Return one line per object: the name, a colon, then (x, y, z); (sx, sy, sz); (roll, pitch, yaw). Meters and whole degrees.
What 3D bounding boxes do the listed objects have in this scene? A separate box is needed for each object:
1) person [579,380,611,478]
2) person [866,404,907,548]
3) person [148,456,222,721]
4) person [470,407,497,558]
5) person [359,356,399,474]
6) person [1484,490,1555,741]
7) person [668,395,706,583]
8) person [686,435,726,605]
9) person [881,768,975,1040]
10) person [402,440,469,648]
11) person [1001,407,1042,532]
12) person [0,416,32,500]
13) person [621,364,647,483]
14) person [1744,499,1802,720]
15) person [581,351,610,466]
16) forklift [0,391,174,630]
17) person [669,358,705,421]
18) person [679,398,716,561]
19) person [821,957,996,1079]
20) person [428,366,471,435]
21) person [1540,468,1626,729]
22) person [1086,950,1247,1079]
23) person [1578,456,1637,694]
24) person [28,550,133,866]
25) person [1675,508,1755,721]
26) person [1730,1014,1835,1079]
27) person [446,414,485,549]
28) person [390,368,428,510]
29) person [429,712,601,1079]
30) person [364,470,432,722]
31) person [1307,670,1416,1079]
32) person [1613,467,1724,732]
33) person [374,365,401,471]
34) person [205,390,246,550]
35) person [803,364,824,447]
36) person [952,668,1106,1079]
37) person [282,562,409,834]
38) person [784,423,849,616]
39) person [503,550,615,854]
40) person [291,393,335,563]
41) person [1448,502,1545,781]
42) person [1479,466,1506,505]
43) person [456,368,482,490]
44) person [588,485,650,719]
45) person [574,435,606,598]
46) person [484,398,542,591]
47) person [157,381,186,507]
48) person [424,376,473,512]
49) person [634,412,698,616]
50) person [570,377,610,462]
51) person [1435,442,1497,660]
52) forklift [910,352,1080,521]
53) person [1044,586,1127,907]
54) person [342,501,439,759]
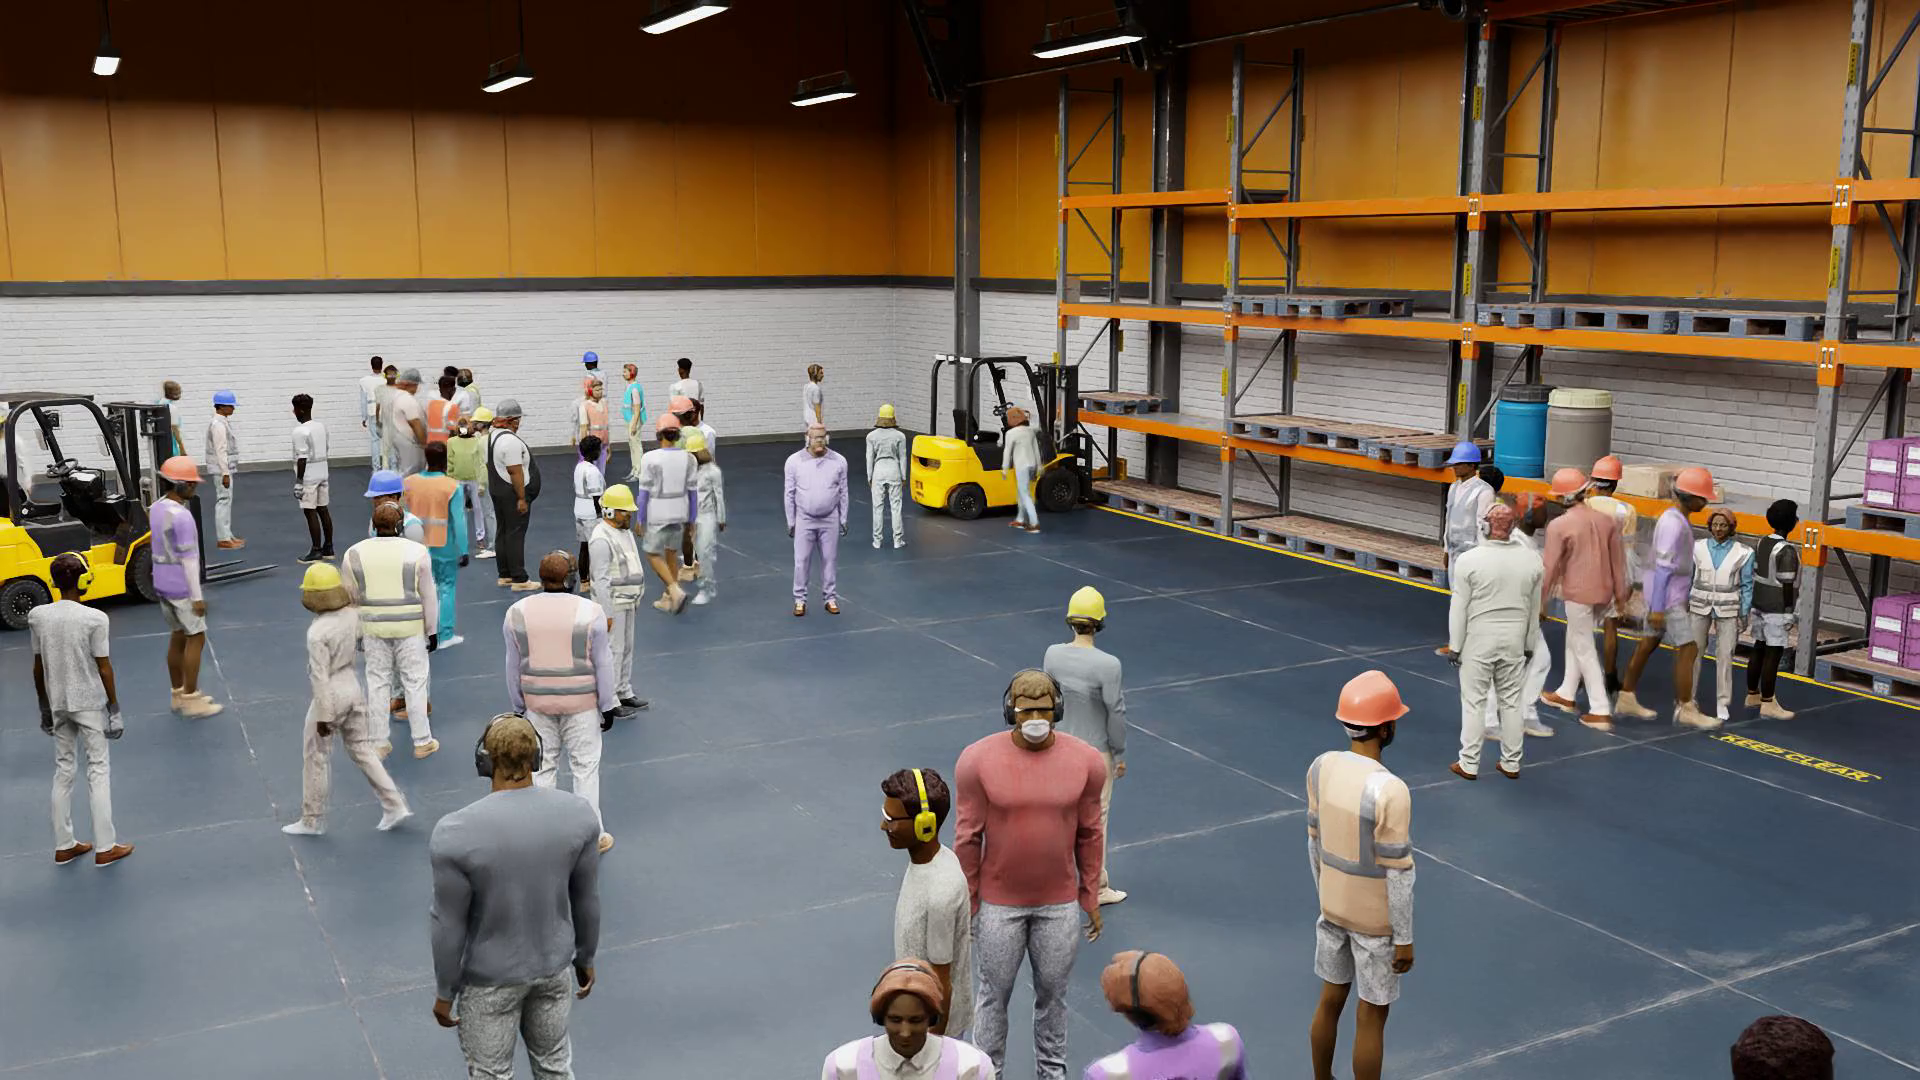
person: (-4.990, -1.271, 22.736); (0.382, 1.845, 0.571); (3, 10, 19)
person: (-0.886, -0.773, 20.166); (0.493, 1.743, 0.295); (0, 10, 0)
person: (-5.979, 0.367, 12.804); (0.404, 2.035, 0.623); (-9, 13, -43)
person: (-5.561, -0.671, 19.507); (0.296, 1.772, 0.533); (-1, 10, -4)
person: (-9.303, -1.992, 26.696); (0.590, 1.915, 0.392); (-4, 10, -20)
person: (4.120, 0.567, 12.086); (0.662, 1.861, 0.592); (6, 11, 29)
person: (-2.994, -0.552, 18.078); (0.394, 2.036, 0.603); (4, 10, 20)
person: (-2.707, -0.202, 16.953); (0.492, 1.722, 0.670); (5, 11, 28)
person: (-0.115, 1.680, 5.715); (0.327, 1.862, 0.510); (-1, 10, -8)
person: (-4.718, 0.047, 14.998); (0.613, 1.899, 0.463); (3, 10, 15)
person: (0.784, -0.904, 21.315); (0.715, 1.598, 0.517); (9, 13, 43)
person: (-11.263, -0.661, 19.600); (0.597, 1.703, 0.862); (0, 10, -2)
person: (-5.077, -1.822, 25.899); (0.390, 1.850, 0.565); (-4, 10, -20)
person: (6.288, 0.524, 12.823); (0.316, 1.700, 0.540); (0, 10, 3)
person: (-6.049, -2.155, 27.572); (0.416, 1.939, 0.604); (3, 10, 18)
forklift: (-9.026, -0.363, 16.508); (1.214, 2.155, 2.313); (6, 11, 29)
person: (-4.191, -1.814, 25.519); (0.605, 1.966, 0.367); (-9, 13, -41)
person: (-3.030, -0.692, 19.238); (0.591, 1.911, 0.399); (9, 13, 41)
person: (-0.144, 1.963, 4.755); (0.514, 1.630, 0.318); (0, 10, 0)
person: (-7.496, -1.614, 24.476); (0.623, 1.920, 0.595); (-2, 10, -10)
person: (4.708, 0.427, 12.673); (0.639, 1.936, 0.916); (-5, 11, -26)
person: (0.624, 1.956, 4.823); (0.577, 1.611, 0.469); (-3, 10, -18)
person: (5.209, 0.283, 13.533); (0.542, 1.938, 0.358); (6, 12, 32)
person: (-5.151, 0.985, 9.721); (0.514, 1.861, 0.321); (1, 10, 8)
person: (5.793, 0.562, 12.773); (0.514, 1.642, 0.310); (6, 11, 30)
person: (1.761, 2.002, 3.760); (0.399, 1.896, 0.589); (-5, 11, -27)
person: (-5.946, -0.703, 20.080); (0.498, 1.633, 0.285); (-1, 10, -5)
person: (-7.402, -1.365, 22.722); (0.804, 2.000, 0.706); (-5, 11, -27)
person: (-1.614, 1.581, 6.100); (0.635, 1.928, 0.382); (-8, 12, -37)
person: (-4.316, 0.422, 12.745); (0.601, 1.939, 0.410); (7, 12, 35)
person: (1.617, 1.474, 6.661); (0.347, 1.943, 0.544); (-5, 11, -29)
person: (5.404, 0.437, 12.480); (0.910, 1.985, 0.747); (5, 11, 24)
person: (-8.720, -1.763, 25.562); (0.509, 1.855, 0.333); (-5, 11, -26)
person: (-8.853, -0.845, 20.048); (0.425, 1.936, 0.615); (-4, 11, -22)
person: (-2.256, -1.806, 25.823); (0.329, 1.844, 0.515); (-5, 11, -25)
person: (0.282, 1.461, 6.746); (0.627, 1.940, 0.371); (-1, 10, -8)
person: (-3.801, 0.983, 10.188); (0.646, 1.741, 0.489); (2, 10, 13)
person: (-1.404, -0.203, 16.408); (0.642, 1.912, 0.399); (-2, 10, -13)
person: (-2.348, 0.972, 9.846); (0.632, 1.840, 0.429); (1, 10, 4)
person: (-7.485, -0.711, 19.173); (0.365, 1.962, 0.613); (2, 10, 10)
person: (3.614, 0.690, 11.319); (0.639, 1.900, 0.396); (-2, 10, -9)
person: (4.702, 0.183, 14.799); (0.317, 1.695, 0.540); (5, 11, 26)
person: (-7.427, -1.680, 25.163); (0.429, 1.830, 0.635); (-3, 10, -17)
person: (-2.631, 0.473, 12.795); (0.403, 1.817, 0.601); (1, 10, 7)
person: (-3.829, -0.246, 17.277); (0.319, 1.694, 0.532); (-6, 12, -32)
person: (-4.727, -0.491, 17.692); (0.535, 2.000, 0.673); (-7, 12, -36)
person: (-11.015, -1.316, 23.146); (0.651, 1.807, 0.341); (9, 13, 42)
person: (-6.947, -1.264, 22.510); (0.636, 1.895, 1.030); (4, 11, 24)
person: (-2.862, -0.236, 16.264); (0.644, 2.022, 0.745); (-8, 13, -38)
person: (-5.520, -1.584, 24.858); (0.590, 1.732, 0.534); (-5, 11, -28)
person: (4.426, 0.107, 14.556); (0.405, 1.942, 0.612); (-3, 10, -15)
forklift: (0.460, -1.461, 22.833); (2.313, 2.155, 1.214); (-5, 11, -28)
person: (0.691, 1.130, 9.142); (0.532, 1.770, 0.306); (8, 13, 39)
person: (-3.992, 0.640, 11.757); (0.629, 1.843, 0.429); (-1, 10, -4)
